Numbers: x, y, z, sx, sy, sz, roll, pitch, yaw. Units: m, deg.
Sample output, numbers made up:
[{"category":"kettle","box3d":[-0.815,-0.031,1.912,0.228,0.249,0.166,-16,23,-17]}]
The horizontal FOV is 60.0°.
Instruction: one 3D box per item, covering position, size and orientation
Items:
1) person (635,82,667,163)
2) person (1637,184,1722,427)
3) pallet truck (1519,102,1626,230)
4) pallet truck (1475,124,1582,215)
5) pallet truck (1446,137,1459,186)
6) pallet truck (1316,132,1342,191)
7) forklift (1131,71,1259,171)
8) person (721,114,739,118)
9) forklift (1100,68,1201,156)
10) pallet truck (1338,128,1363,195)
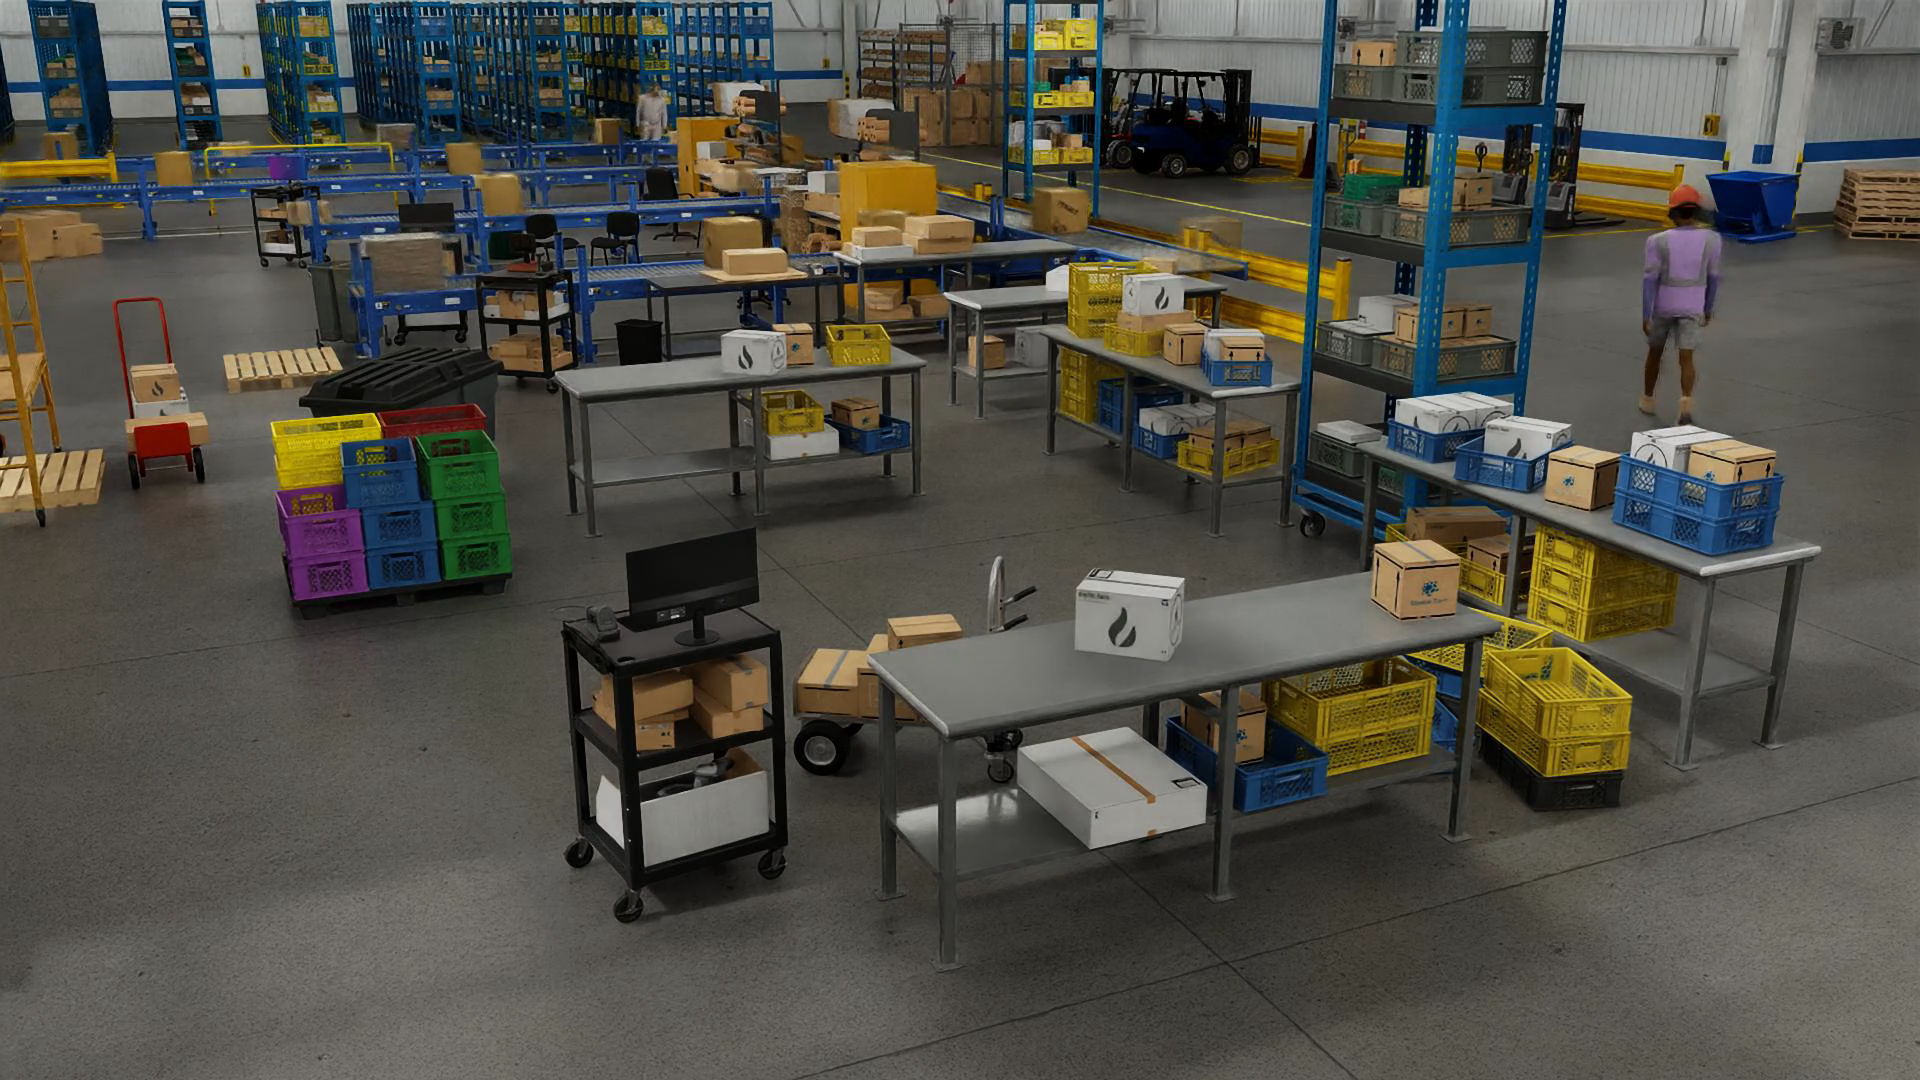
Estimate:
[{"category":"person","box3d":[-6.936,-9.323,37.354,0.708,1.868,0.640,-6,19,-20]},{"category":"person","box3d":[6.002,-1.941,13.889,0.619,2.008,1.005,4,18,12]},{"category":"pallet truck","box3d":[9.972,-6.037,26.785,1.885,1.965,0.823,-9,20,-25]},{"category":"pallet truck","box3d":[9.707,-6.455,28.103,1.885,1.965,0.823,-7,19,-20]},{"category":"pallet truck","box3d":[9.184,-6.485,29.328,1.630,1.274,0.653,-8,19,-23]},{"category":"pallet truck","box3d":[7.723,-7.504,32.656,1.601,1.201,0.680,-8,19,-23]},{"category":"forklift","box3d":[4.998,-8.936,35.413,2.680,1.987,1.157,-9,20,-25]},{"category":"person","box3d":[-5.316,-9.583,38.290,0.916,1.787,0.616,-6,19,-18]},{"category":"forklift","box3d":[4.082,-9.564,37.410,2.680,1.987,1.157,-8,19,-23]},{"category":"pallet truck","box3d":[7.845,-7.140,31.411,1.522,1.261,0.704,-9,20,-25]}]
